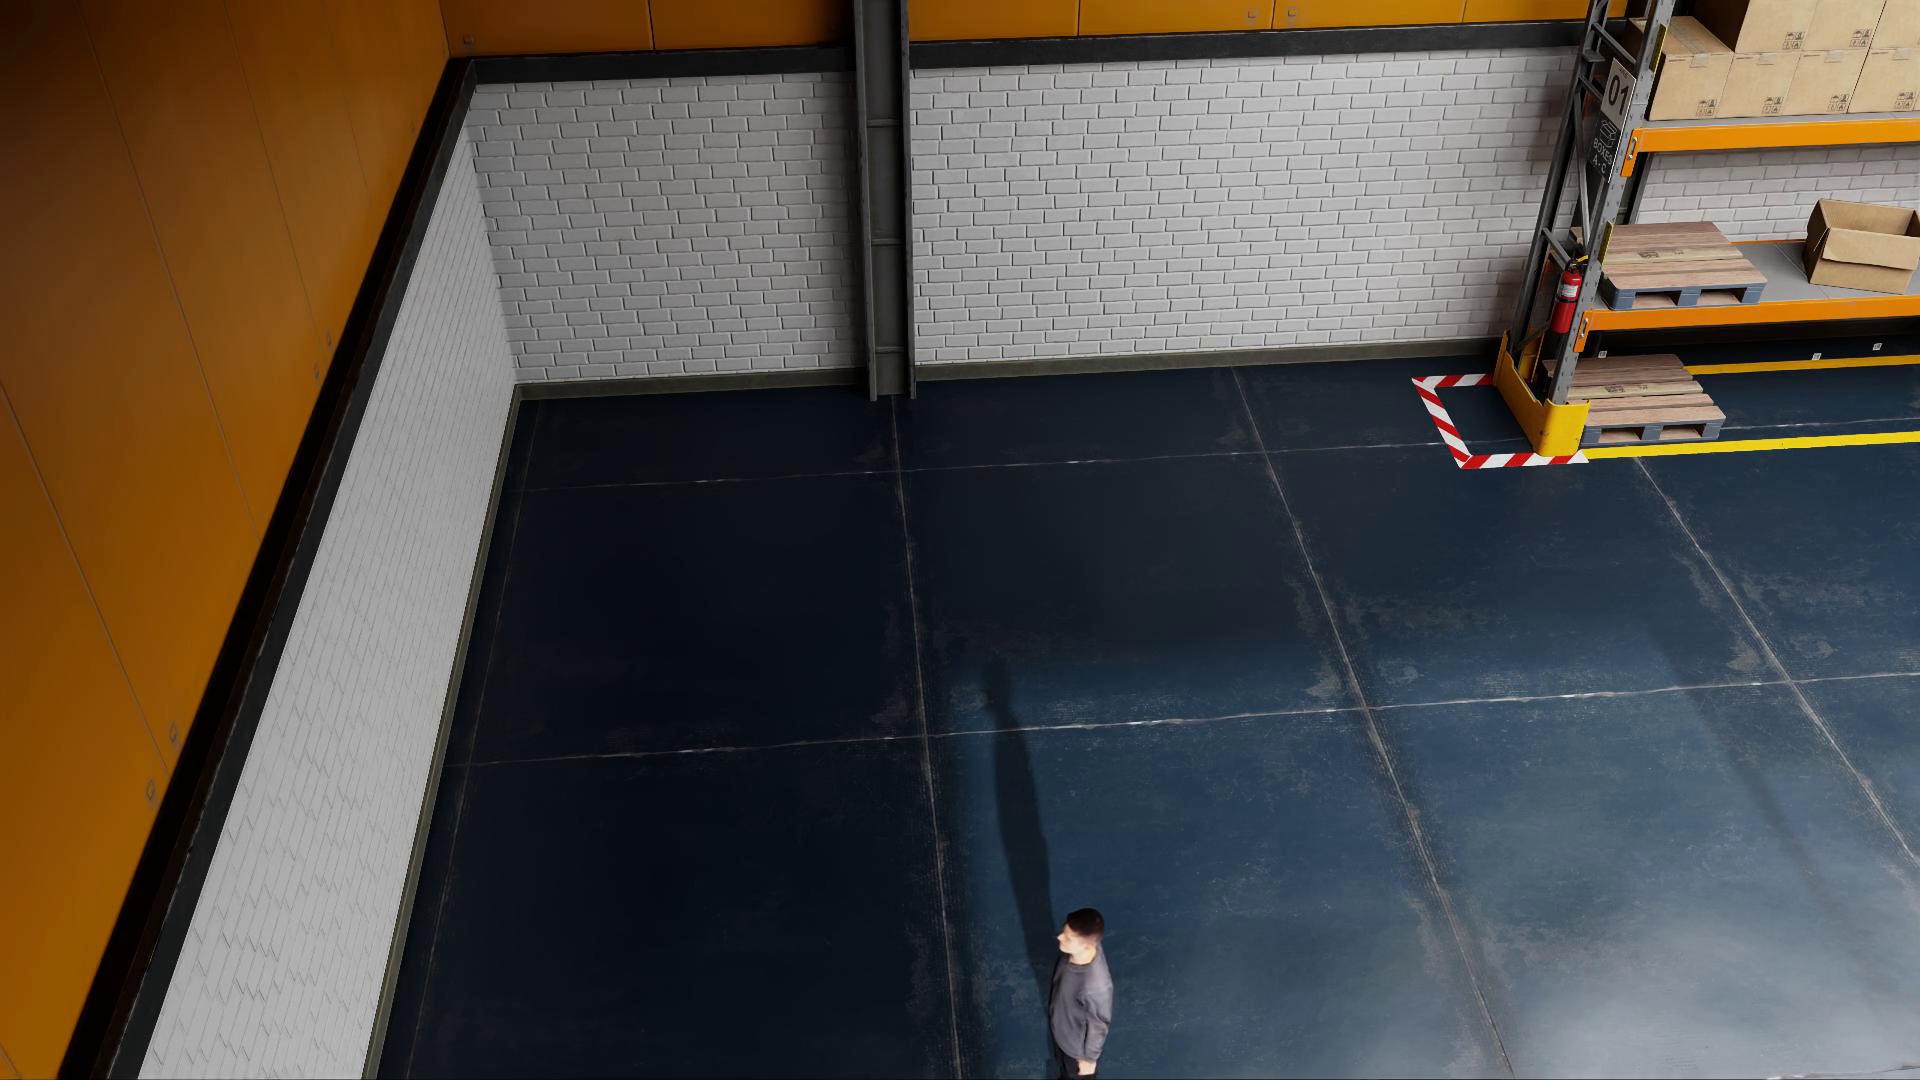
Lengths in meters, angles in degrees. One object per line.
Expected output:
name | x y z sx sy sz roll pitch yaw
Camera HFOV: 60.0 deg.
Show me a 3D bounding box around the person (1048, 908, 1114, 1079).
person | 0.589 2.422 8.278 0.604 1.760 0.656 -10 40 -12
